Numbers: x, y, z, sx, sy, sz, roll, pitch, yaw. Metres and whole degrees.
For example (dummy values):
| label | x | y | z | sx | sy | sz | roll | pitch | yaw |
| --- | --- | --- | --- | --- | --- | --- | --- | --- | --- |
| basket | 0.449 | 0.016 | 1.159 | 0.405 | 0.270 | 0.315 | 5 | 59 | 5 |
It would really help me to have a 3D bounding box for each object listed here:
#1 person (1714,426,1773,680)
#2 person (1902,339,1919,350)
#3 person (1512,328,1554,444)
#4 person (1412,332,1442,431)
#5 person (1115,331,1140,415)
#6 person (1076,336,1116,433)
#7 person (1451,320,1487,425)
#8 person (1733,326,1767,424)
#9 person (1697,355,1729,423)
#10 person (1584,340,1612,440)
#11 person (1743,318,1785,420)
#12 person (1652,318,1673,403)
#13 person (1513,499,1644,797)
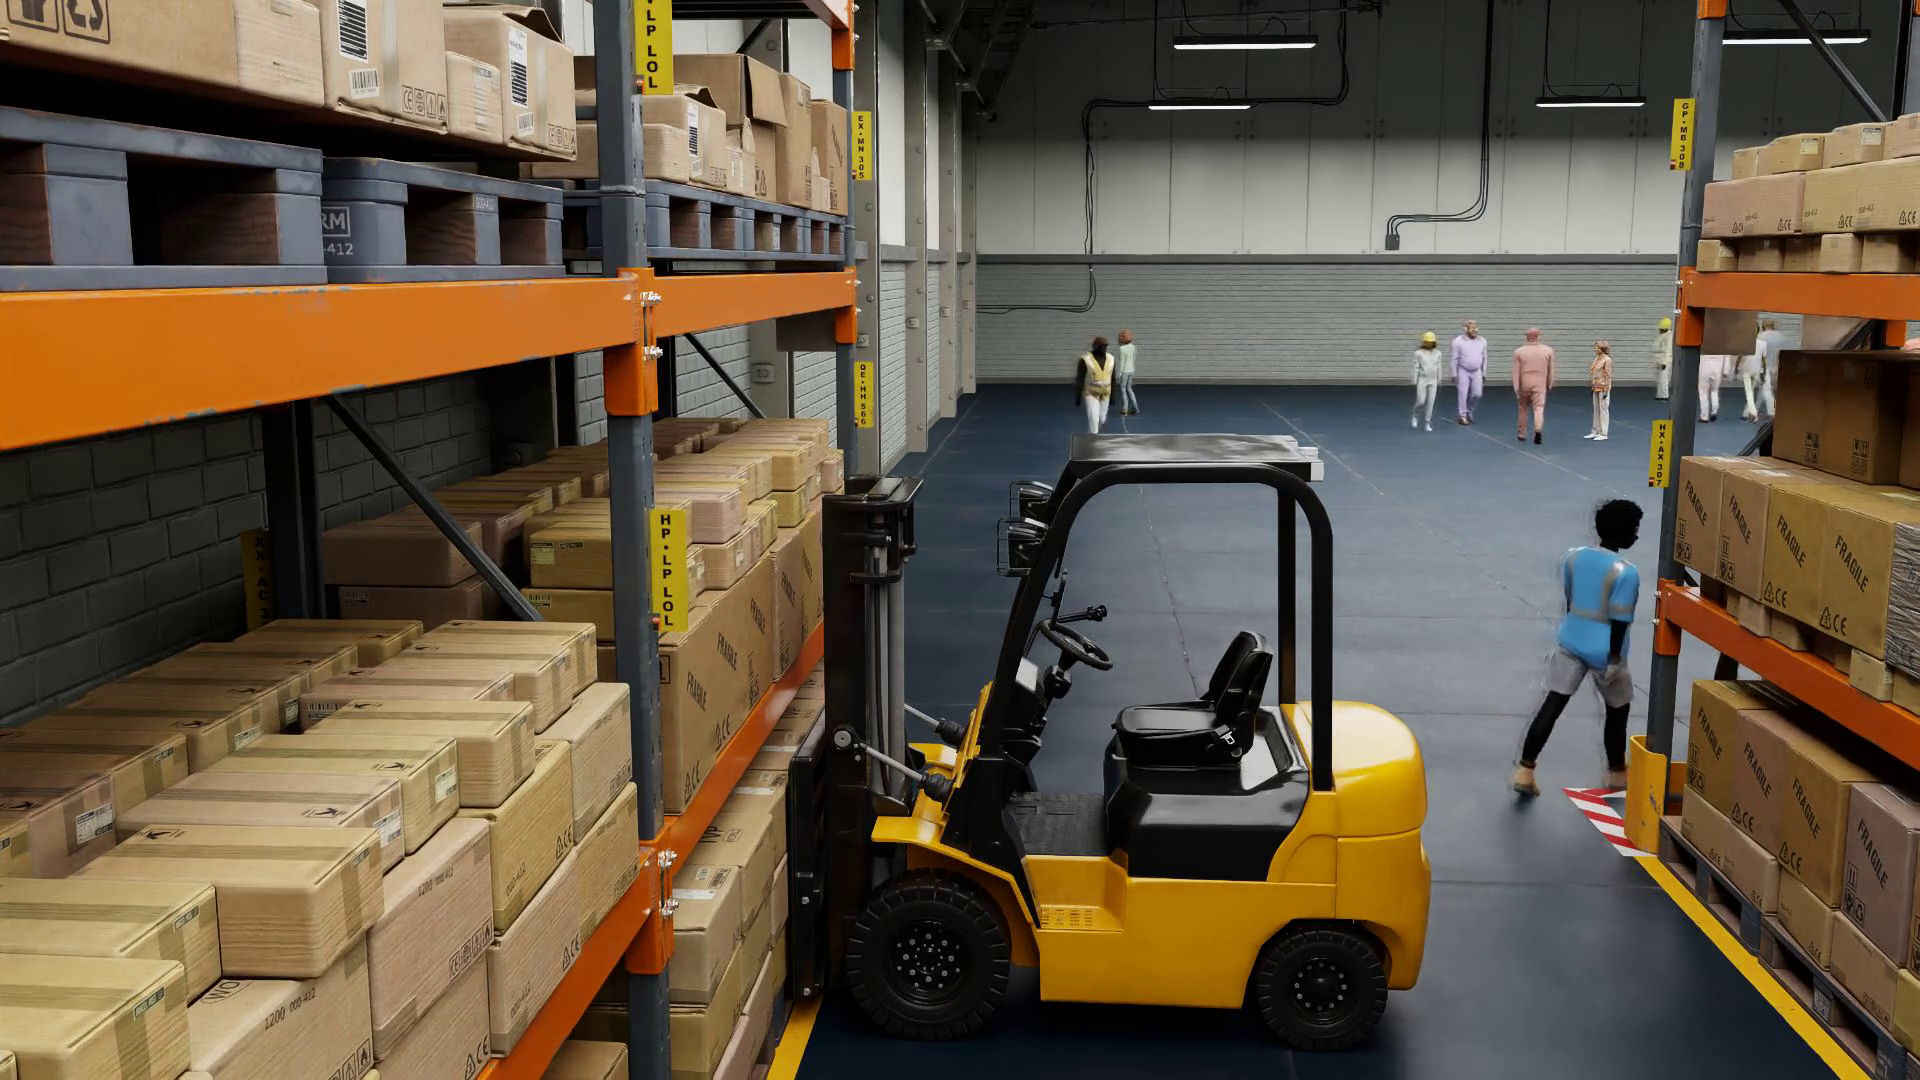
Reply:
| label | x | y | z | sx | sy | sz | roll | pitch | yaw |
| --- | --- | --- | --- | --- | --- | --- | --- | --- | --- |
| person | 4.734 | 0.283 | 9.812 | 0.401 | 1.954 | 0.652 | -8 | 13 | -42 |
| person | 12.187 | -1.603 | 21.302 | 1.003 | 1.940 | 0.636 | -9 | 13 | -43 |
| person | 9.281 | -2.504 | 26.948 | 0.642 | 1.870 | 0.930 | 2 | 10 | 15 |
| person | 8.109 | -2.749 | 28.846 | 0.487 | 1.731 | 0.392 | -1 | 9 | -8 |
| person | 3.201 | -3.184 | 31.863 | 0.395 | 1.612 | 0.558 | 6 | 11 | 32 |
| person | 2.053 | -2.225 | 25.463 | 0.661 | 1.808 | 0.803 | -4 | 10 | -24 |
| person | 9.153 | -3.002 | 29.880 | 0.678 | 1.890 | 0.432 | 0 | 9 | -3 |
| person | 14.427 | -3.028 | 30.284 | 0.539 | 1.825 | 0.919 | 0 | 9 | 2 |
| person | 13.646 | -3.084 | 30.375 | 0.664 | 1.889 | 0.467 | 1 | 9 | 4 |
| person | 10.523 | -2.454 | 27.321 | 0.314 | 1.642 | 0.514 | -1 | 9 | -3 |
| person | 15.032 | -3.209 | 31.154 | 0.632 | 1.884 | 0.990 | -3 | 10 | -15 |
| person | 14.727 | -3.774 | 34.930 | 0.406 | 1.787 | 0.719 | 0 | 9 | 1 |
| person | 3.348 | 0.587 | 8.896 | 0.882 | 1.647 | 0.578 | -4 | 10 | -25 |
